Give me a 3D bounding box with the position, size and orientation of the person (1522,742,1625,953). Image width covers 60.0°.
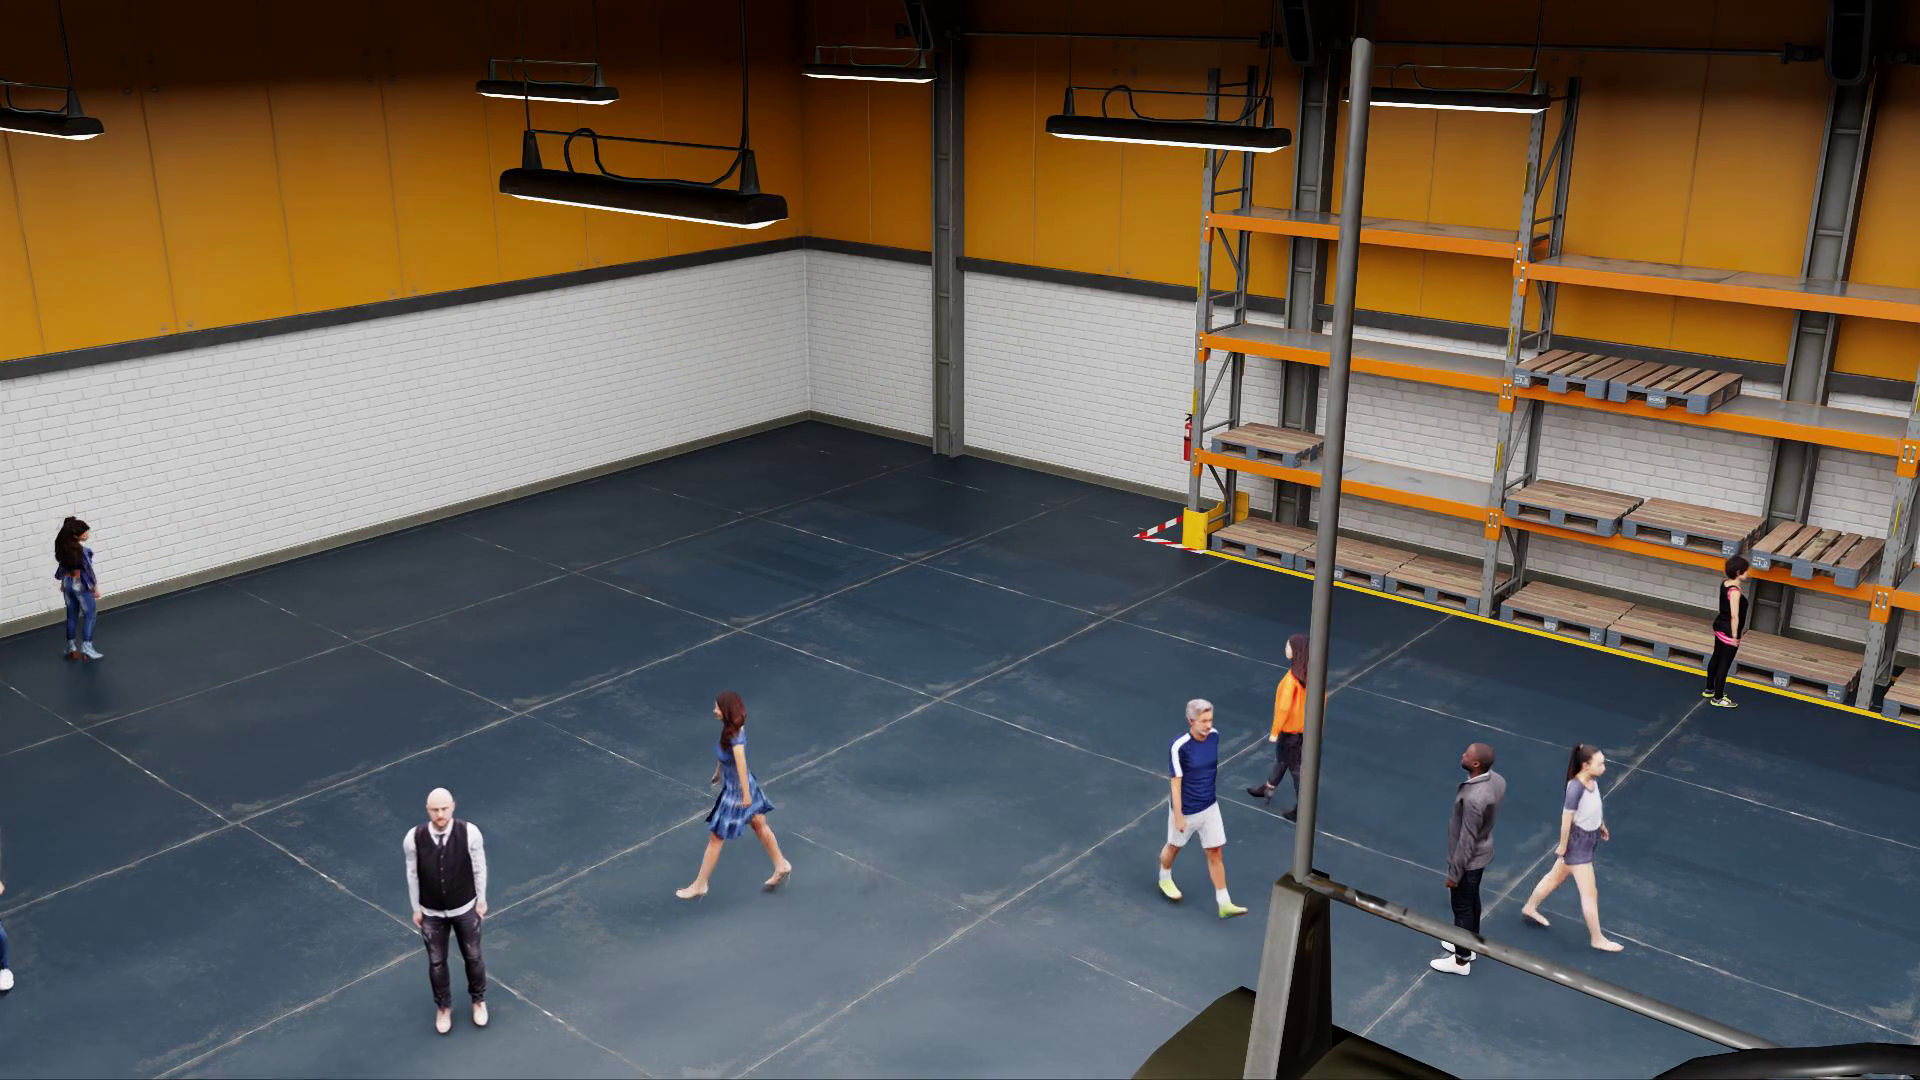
[{"bbox_3d":[4.597,2.285,12.608,1.030,1.608,0.644,13,23,35],"label":"person"}]

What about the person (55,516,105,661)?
[{"bbox_3d":[-9.521,0.516,17.849,0.590,1.616,0.821,6,19,16],"label":"person"}]

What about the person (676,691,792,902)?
[{"bbox_3d":[-1.675,2.033,13.129,1.166,1.754,1.155,-3,19,-9],"label":"person"}]

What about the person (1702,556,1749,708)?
[{"bbox_3d":[7.751,0.902,16.800,0.656,1.553,0.621,2,19,6],"label":"person"}]

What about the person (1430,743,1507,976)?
[{"bbox_3d":[3.744,2.319,12.177,0.627,1.818,0.740,12,22,31],"label":"person"}]

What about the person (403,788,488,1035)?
[{"bbox_3d":[-3.535,2.541,11.512,0.775,1.823,0.808,-4,19,-11],"label":"person"}]

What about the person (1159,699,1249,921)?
[{"bbox_3d":[1.765,2.053,13.017,0.902,1.786,1.218,-11,22,-30],"label":"person"}]

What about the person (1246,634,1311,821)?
[{"bbox_3d":[2.958,1.637,14.336,0.917,1.732,0.712,11,22,30],"label":"person"}]
